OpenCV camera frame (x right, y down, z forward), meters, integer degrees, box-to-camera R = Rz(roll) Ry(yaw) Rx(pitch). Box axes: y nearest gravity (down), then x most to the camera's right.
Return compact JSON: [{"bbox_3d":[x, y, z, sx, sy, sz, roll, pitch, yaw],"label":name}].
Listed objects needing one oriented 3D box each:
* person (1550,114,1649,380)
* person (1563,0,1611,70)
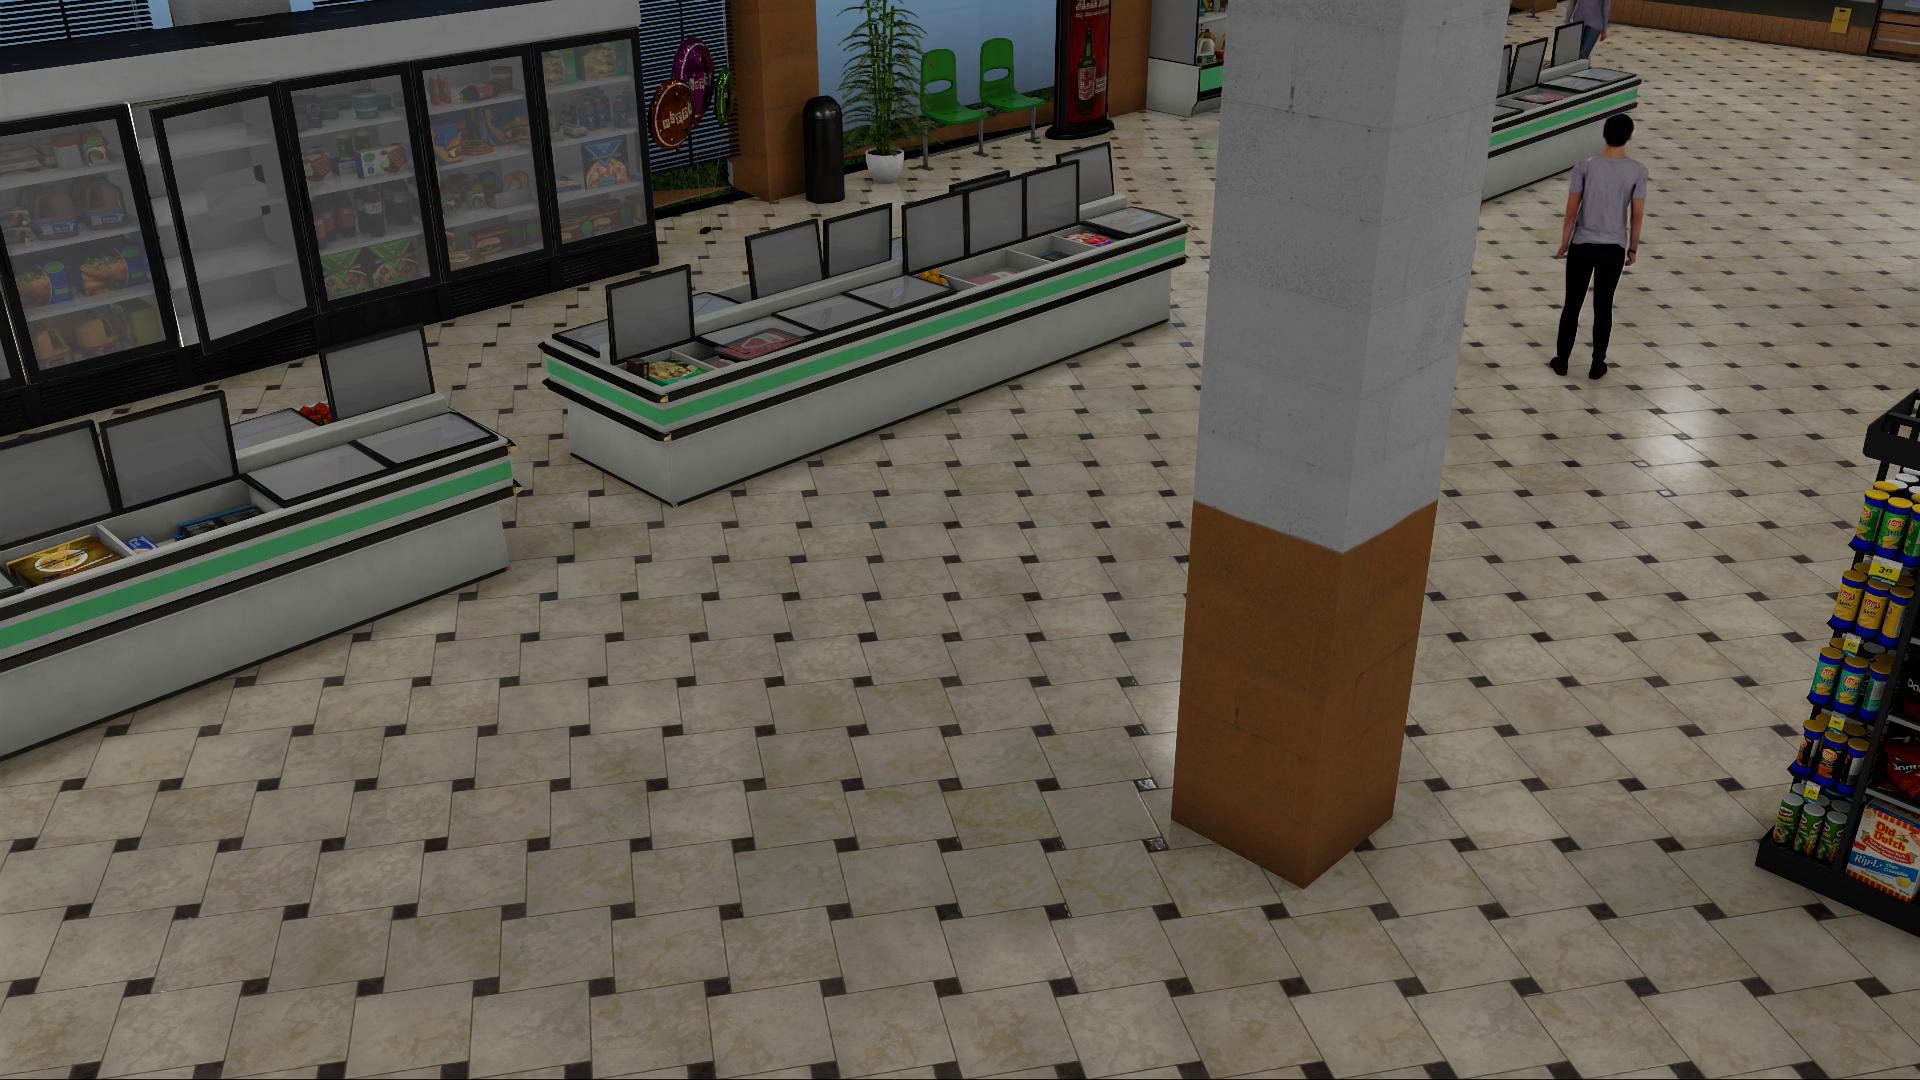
[{"bbox_3d":[4.494,-2.062,11.734,0.745,1.863,0.701,9,28,18],"label":"person"},{"bbox_3d":[7.543,-6.124,19.944,0.696,1.683,1.166,21,34,35],"label":"person"}]
